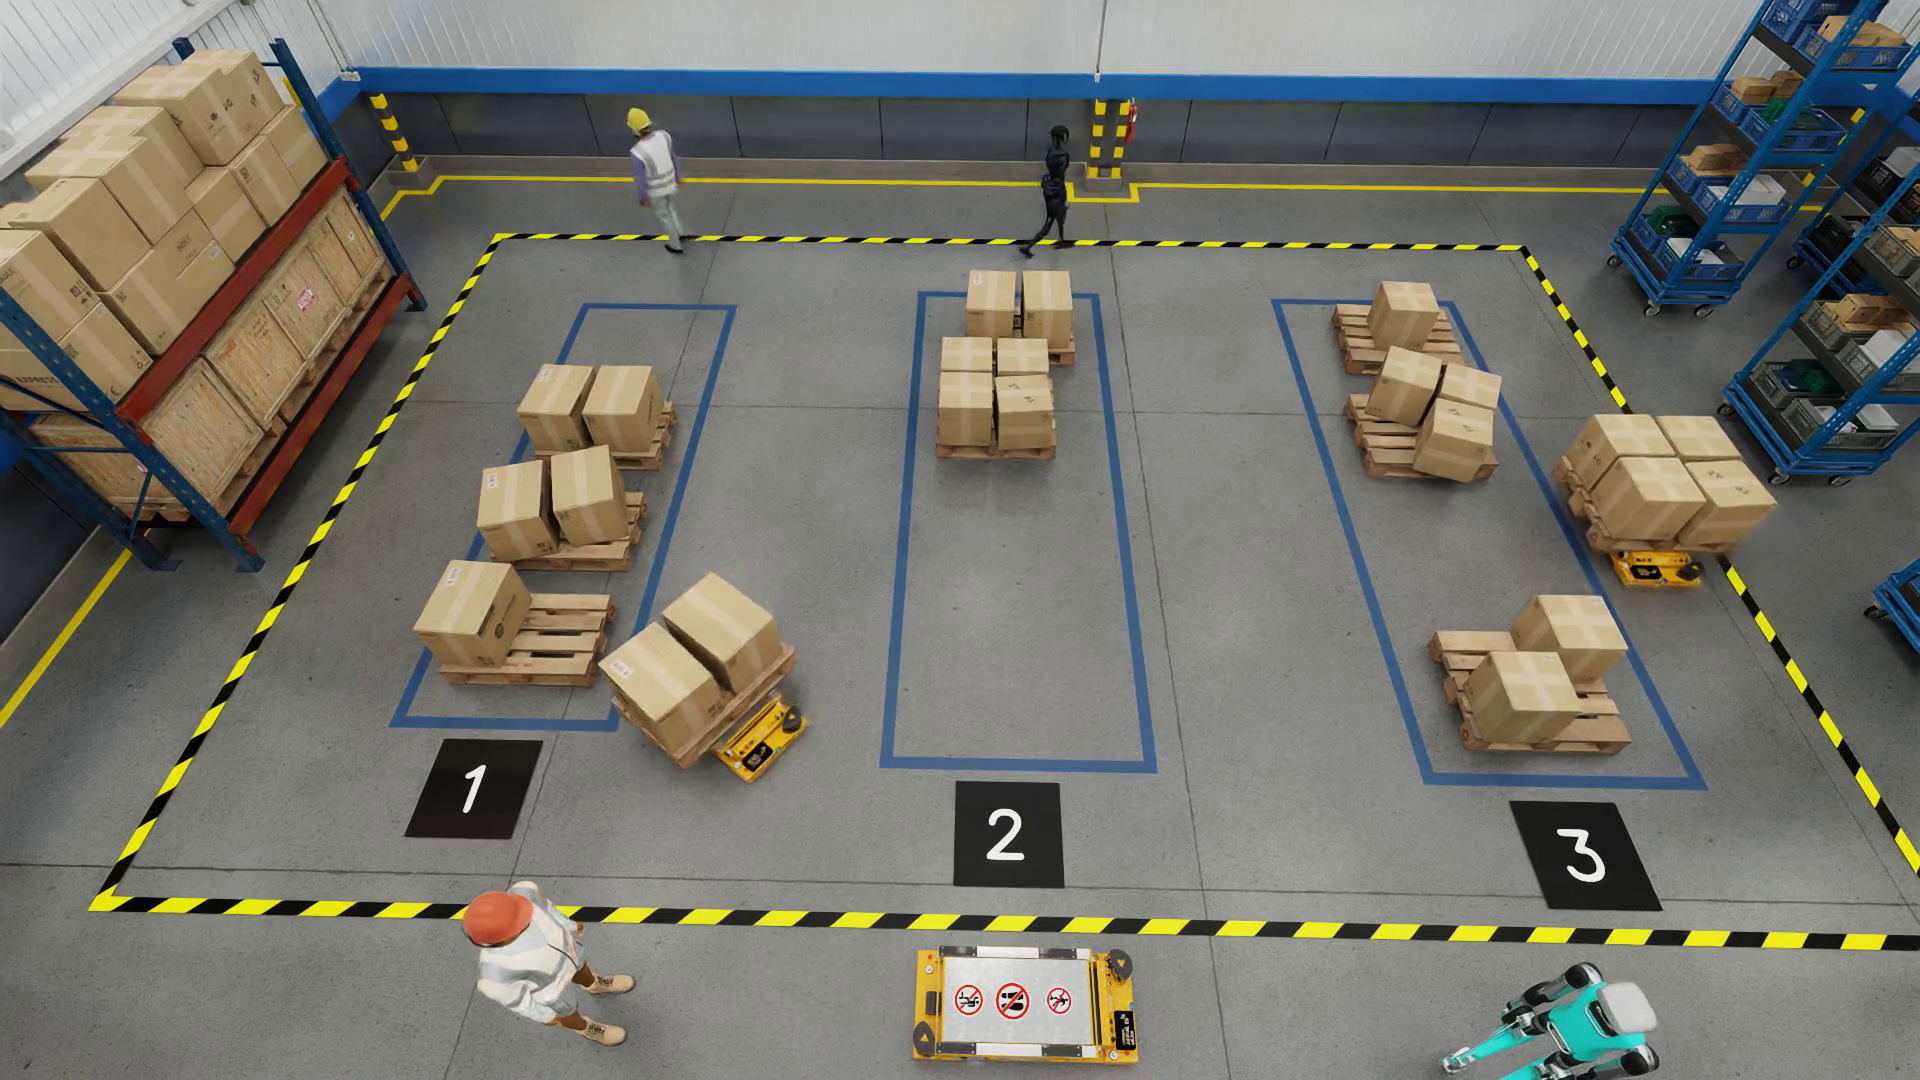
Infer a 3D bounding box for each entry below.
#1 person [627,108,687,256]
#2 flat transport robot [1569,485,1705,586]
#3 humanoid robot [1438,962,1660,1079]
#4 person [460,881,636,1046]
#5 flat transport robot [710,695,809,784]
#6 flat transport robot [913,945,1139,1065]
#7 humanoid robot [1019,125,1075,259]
[{"bbox_3d":[-3.622,-4.245,10.944,0.472,1.816,0.622,25,55,19],"label":"person"},{"bbox_3d":[6.316,-0.199,8.630,0.652,0.197,1.431,1,51,1],"label":"flat transport robot"},{"bbox_3d":[3.108,2.871,5.111,0.735,1.677,0.533,-12,52,-10],"label":"humanoid robot"},{"bbox_3d":[-2.356,2.474,5.323,0.365,2.048,0.607,-1,51,-1],"label":"person"},{"bbox_3d":[-1.973,1.283,7.422,1.431,0.197,0.652,32,58,23],"label":"flat transport robot"},{"bbox_3d":[0.422,3.041,6.007,1.431,0.231,0.659,1,51,1],"label":"flat transport robot"},{"bbox_3d":[1.086,-4.178,11.008,0.741,1.642,0.601,-8,51,-6],"label":"humanoid robot"}]
